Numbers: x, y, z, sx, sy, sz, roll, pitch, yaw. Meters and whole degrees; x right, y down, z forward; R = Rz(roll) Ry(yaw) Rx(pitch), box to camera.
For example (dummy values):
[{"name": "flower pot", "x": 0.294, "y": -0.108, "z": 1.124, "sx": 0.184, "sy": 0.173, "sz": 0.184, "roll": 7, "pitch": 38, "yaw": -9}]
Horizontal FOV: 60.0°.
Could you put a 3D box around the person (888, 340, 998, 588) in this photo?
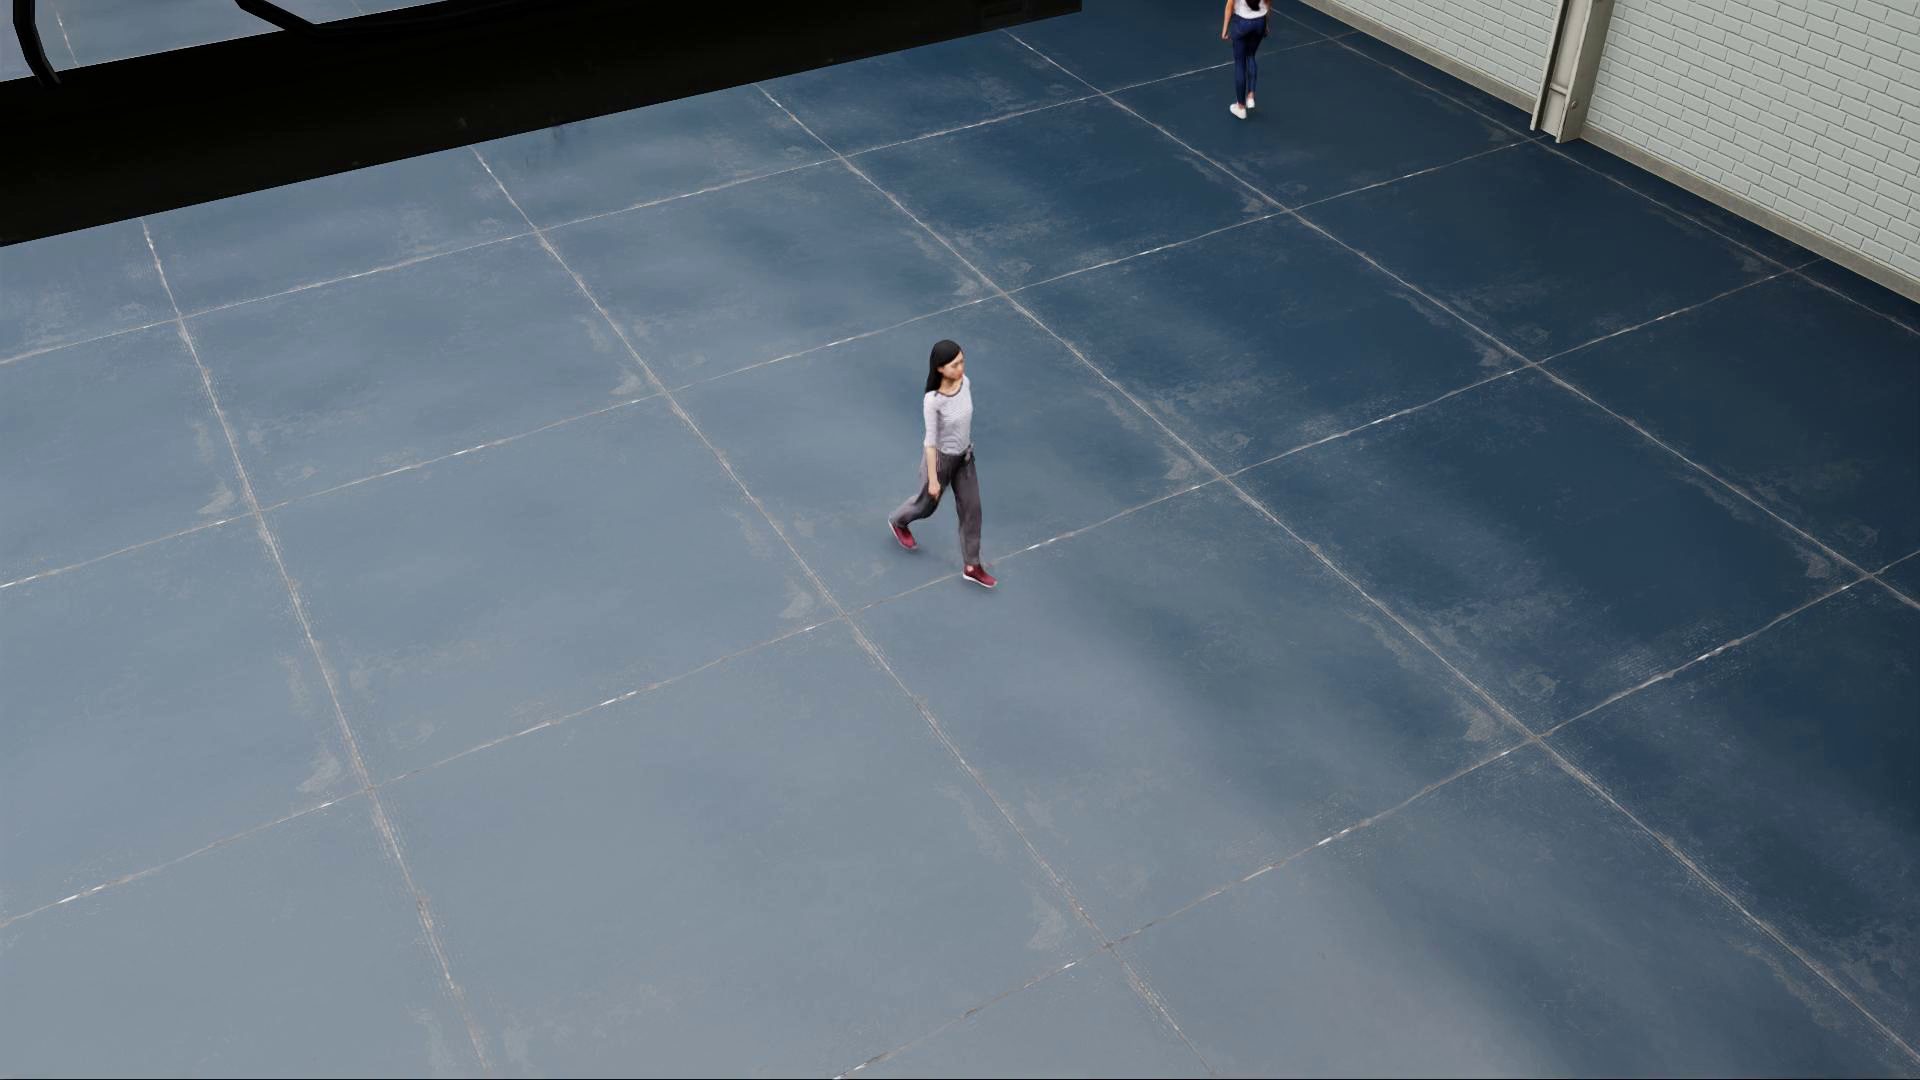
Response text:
[{"name": "person", "x": -0.165, "y": -0.517, "z": 10.464, "sx": 1.213, "sy": 1.701, "sz": 0.886, "roll": 28, "pitch": 46, "yaw": 31}]

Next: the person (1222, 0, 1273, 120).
[{"name": "person", "x": 2.815, "y": -4.892, "z": 16.004, "sx": 0.664, "sy": 1.766, "sz": 0.656, "roll": -11, "pitch": 39, "yaw": -13}]
